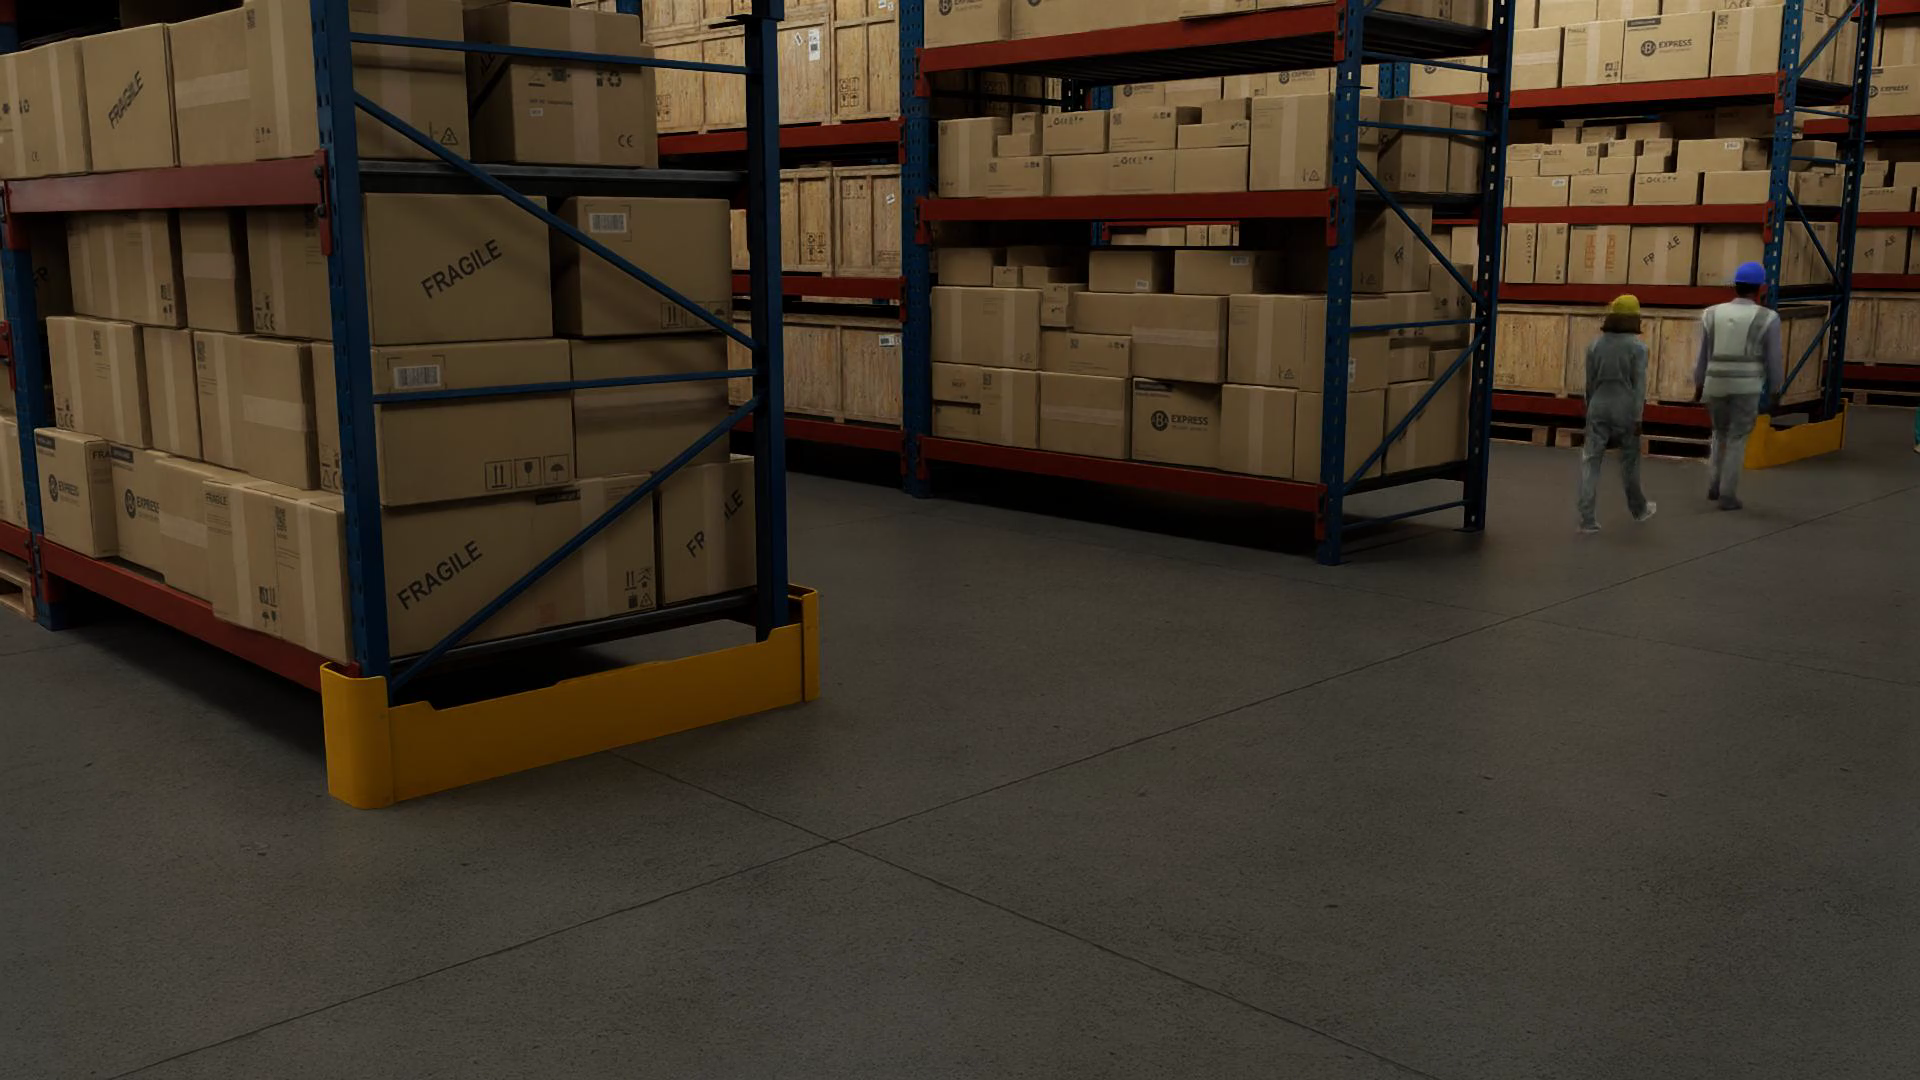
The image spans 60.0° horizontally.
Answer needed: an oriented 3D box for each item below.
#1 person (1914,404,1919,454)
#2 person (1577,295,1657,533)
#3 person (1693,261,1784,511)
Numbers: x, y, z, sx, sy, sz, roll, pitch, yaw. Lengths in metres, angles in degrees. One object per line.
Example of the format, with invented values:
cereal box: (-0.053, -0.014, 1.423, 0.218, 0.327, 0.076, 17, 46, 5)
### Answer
person: (9.609, -1.712, 16.221, 0.533, 1.772, 0.298, -2, 11, -10)
person: (4.778, -0.918, 12.053, 0.878, 1.694, 0.511, -9, 14, -41)
person: (6.087, -1.196, 12.973, 0.593, 1.924, 0.645, -9, 14, -41)
